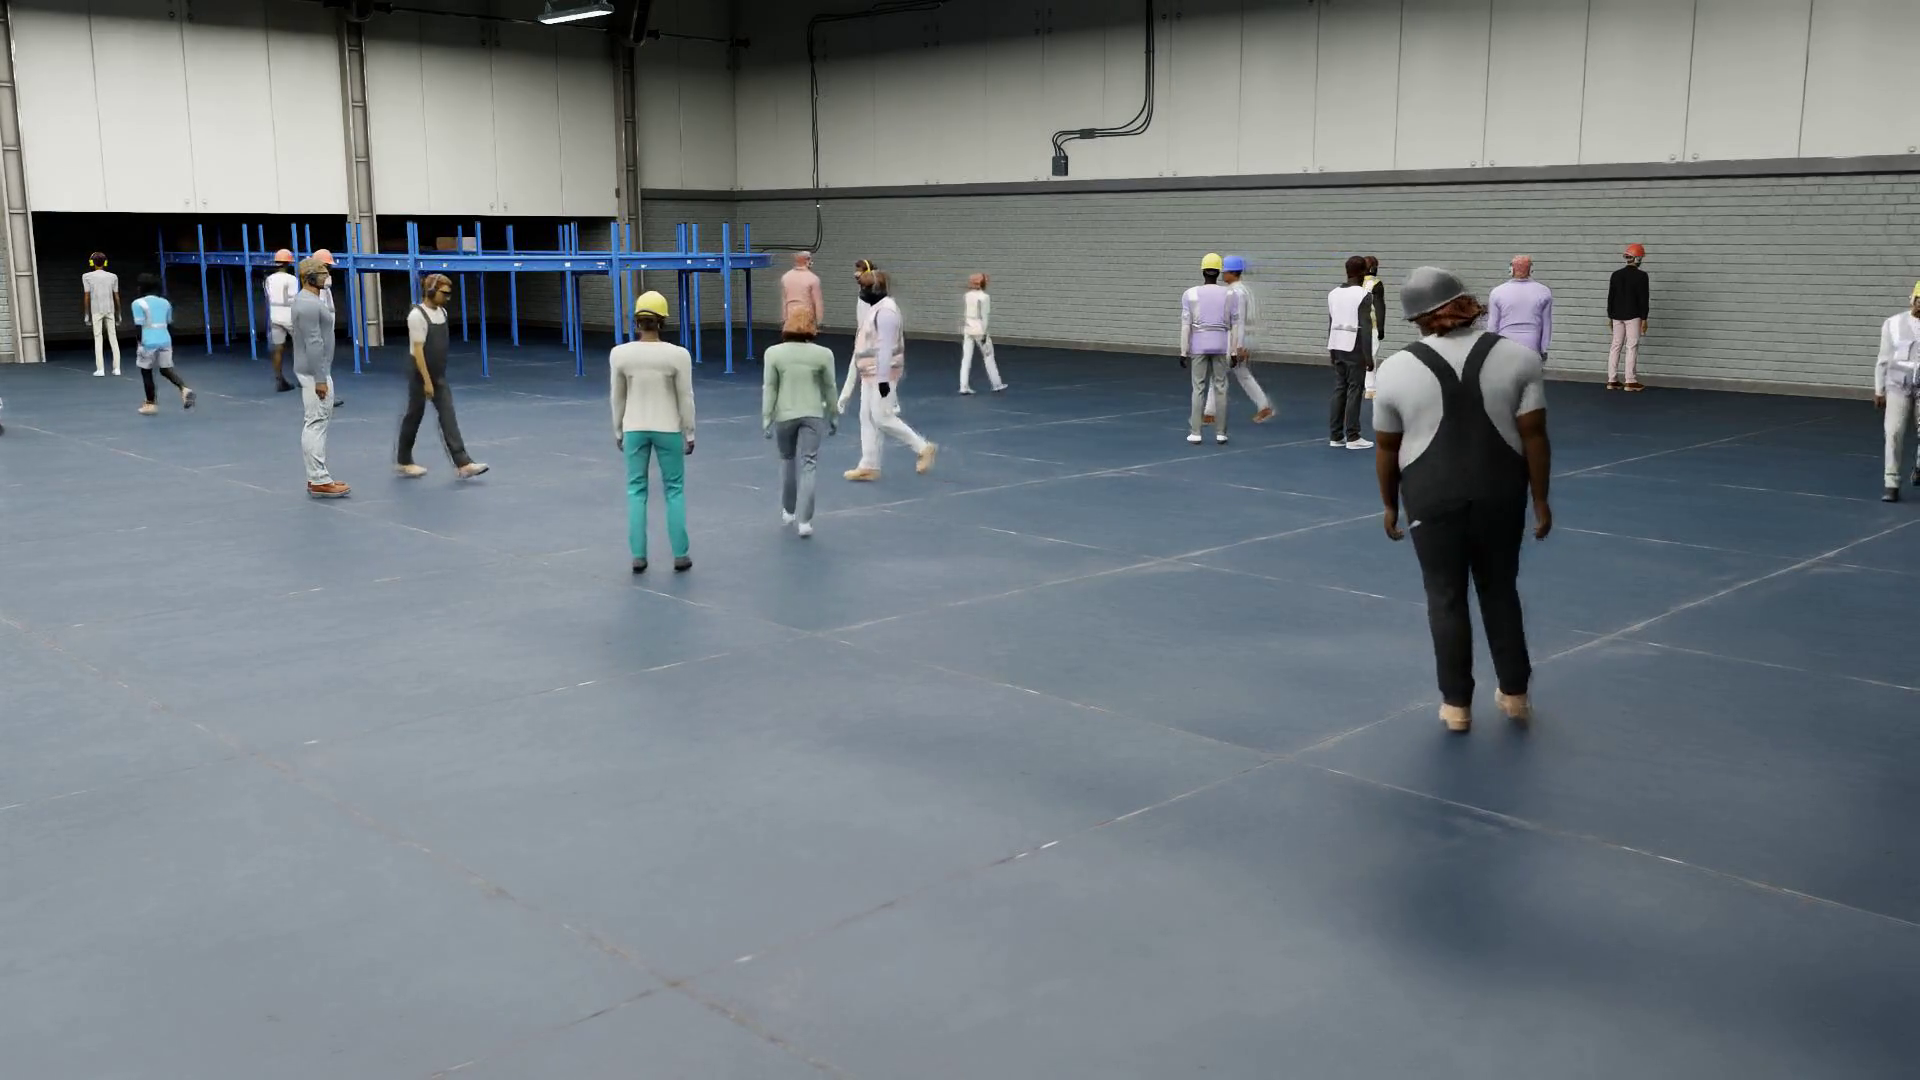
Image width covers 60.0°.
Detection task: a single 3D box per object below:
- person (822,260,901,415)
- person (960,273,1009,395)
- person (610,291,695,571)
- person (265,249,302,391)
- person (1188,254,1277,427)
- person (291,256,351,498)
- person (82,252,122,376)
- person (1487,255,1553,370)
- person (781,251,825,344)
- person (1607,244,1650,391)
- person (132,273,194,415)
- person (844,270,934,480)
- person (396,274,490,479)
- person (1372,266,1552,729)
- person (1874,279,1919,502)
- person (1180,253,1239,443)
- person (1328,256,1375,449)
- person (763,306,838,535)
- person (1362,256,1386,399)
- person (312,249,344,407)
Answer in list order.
[{"bbox_3d":[-1.128,-2.350,19.462,0.981,1.814,0.563,-6,12,-28],"label":"person"},{"bbox_3d":[0.303,-2.759,22.276,0.808,1.600,0.514,-9,14,-41],"label":"person"},{"bbox_3d":[-1.927,-0.679,10.492,0.527,1.767,0.335,0,10,0],"label":"person"},{"bbox_3d":[-9.194,-3.024,22.860,0.566,1.908,0.771,4,11,20],"label":"person"},{"bbox_3d":[3.088,-2.222,18.518,0.947,1.911,0.607,2,11,10],"label":"person"},{"bbox_3d":[-5.236,-1.330,13.562,0.373,1.940,0.628,-5,11,-24],"label":"person"},{"bbox_3d":[-12.970,-3.416,25.148,0.515,1.866,0.318,-9,14,-42],"label":"person"},{"bbox_3d":[5.784,-1.992,17.255,0.643,1.910,0.411,2,11,8],"label":"person"},{"bbox_3d":[-2.189,-3.131,23.515,0.668,1.888,0.439,7,12,32],"label":"person"},{"bbox_3d":[9.187,-3.059,22.834,0.397,1.992,0.621,-6,12,-30],"label":"person"},{"bbox_3d":[-9.467,-2.319,19.677,0.652,1.680,0.542,4,11,22],"label":"person"},{"bbox_3d":[-0.630,-1.421,14.388,0.697,1.817,0.643,-3,11,-14],"label":"person"},{"bbox_3d":[-4.577,-1.414,14.459,0.968,1.775,0.521,4,11,21],"label":"person"},{"bbox_3d":[2.155,-0.199,7.231,0.756,2.000,0.553,2,11,10],"label":"person"},{"bbox_3d":[7.712,-1.231,13.401,0.622,1.801,0.728,7,12,33],"label":"person"},{"bbox_3d":[2.542,-1.955,16.995,0.595,1.925,0.373,0,10,-1],"label":"person"},{"bbox_3d":[3.901,-1.876,16.632,0.422,1.909,0.588,-5,12,-26],"label":"person"},{"bbox_3d":[-1.139,-0.868,11.940,0.532,1.596,0.787,-1,10,-4],"label":"person"},{"bbox_3d":[5.316,-2.773,21.689,0.429,1.847,0.627,-6,12,-29],"label":"person"},{"bbox_3d":[-7.931,-2.649,20.761,0.375,1.934,0.547,-4,11,-20],"label":"person"}]
